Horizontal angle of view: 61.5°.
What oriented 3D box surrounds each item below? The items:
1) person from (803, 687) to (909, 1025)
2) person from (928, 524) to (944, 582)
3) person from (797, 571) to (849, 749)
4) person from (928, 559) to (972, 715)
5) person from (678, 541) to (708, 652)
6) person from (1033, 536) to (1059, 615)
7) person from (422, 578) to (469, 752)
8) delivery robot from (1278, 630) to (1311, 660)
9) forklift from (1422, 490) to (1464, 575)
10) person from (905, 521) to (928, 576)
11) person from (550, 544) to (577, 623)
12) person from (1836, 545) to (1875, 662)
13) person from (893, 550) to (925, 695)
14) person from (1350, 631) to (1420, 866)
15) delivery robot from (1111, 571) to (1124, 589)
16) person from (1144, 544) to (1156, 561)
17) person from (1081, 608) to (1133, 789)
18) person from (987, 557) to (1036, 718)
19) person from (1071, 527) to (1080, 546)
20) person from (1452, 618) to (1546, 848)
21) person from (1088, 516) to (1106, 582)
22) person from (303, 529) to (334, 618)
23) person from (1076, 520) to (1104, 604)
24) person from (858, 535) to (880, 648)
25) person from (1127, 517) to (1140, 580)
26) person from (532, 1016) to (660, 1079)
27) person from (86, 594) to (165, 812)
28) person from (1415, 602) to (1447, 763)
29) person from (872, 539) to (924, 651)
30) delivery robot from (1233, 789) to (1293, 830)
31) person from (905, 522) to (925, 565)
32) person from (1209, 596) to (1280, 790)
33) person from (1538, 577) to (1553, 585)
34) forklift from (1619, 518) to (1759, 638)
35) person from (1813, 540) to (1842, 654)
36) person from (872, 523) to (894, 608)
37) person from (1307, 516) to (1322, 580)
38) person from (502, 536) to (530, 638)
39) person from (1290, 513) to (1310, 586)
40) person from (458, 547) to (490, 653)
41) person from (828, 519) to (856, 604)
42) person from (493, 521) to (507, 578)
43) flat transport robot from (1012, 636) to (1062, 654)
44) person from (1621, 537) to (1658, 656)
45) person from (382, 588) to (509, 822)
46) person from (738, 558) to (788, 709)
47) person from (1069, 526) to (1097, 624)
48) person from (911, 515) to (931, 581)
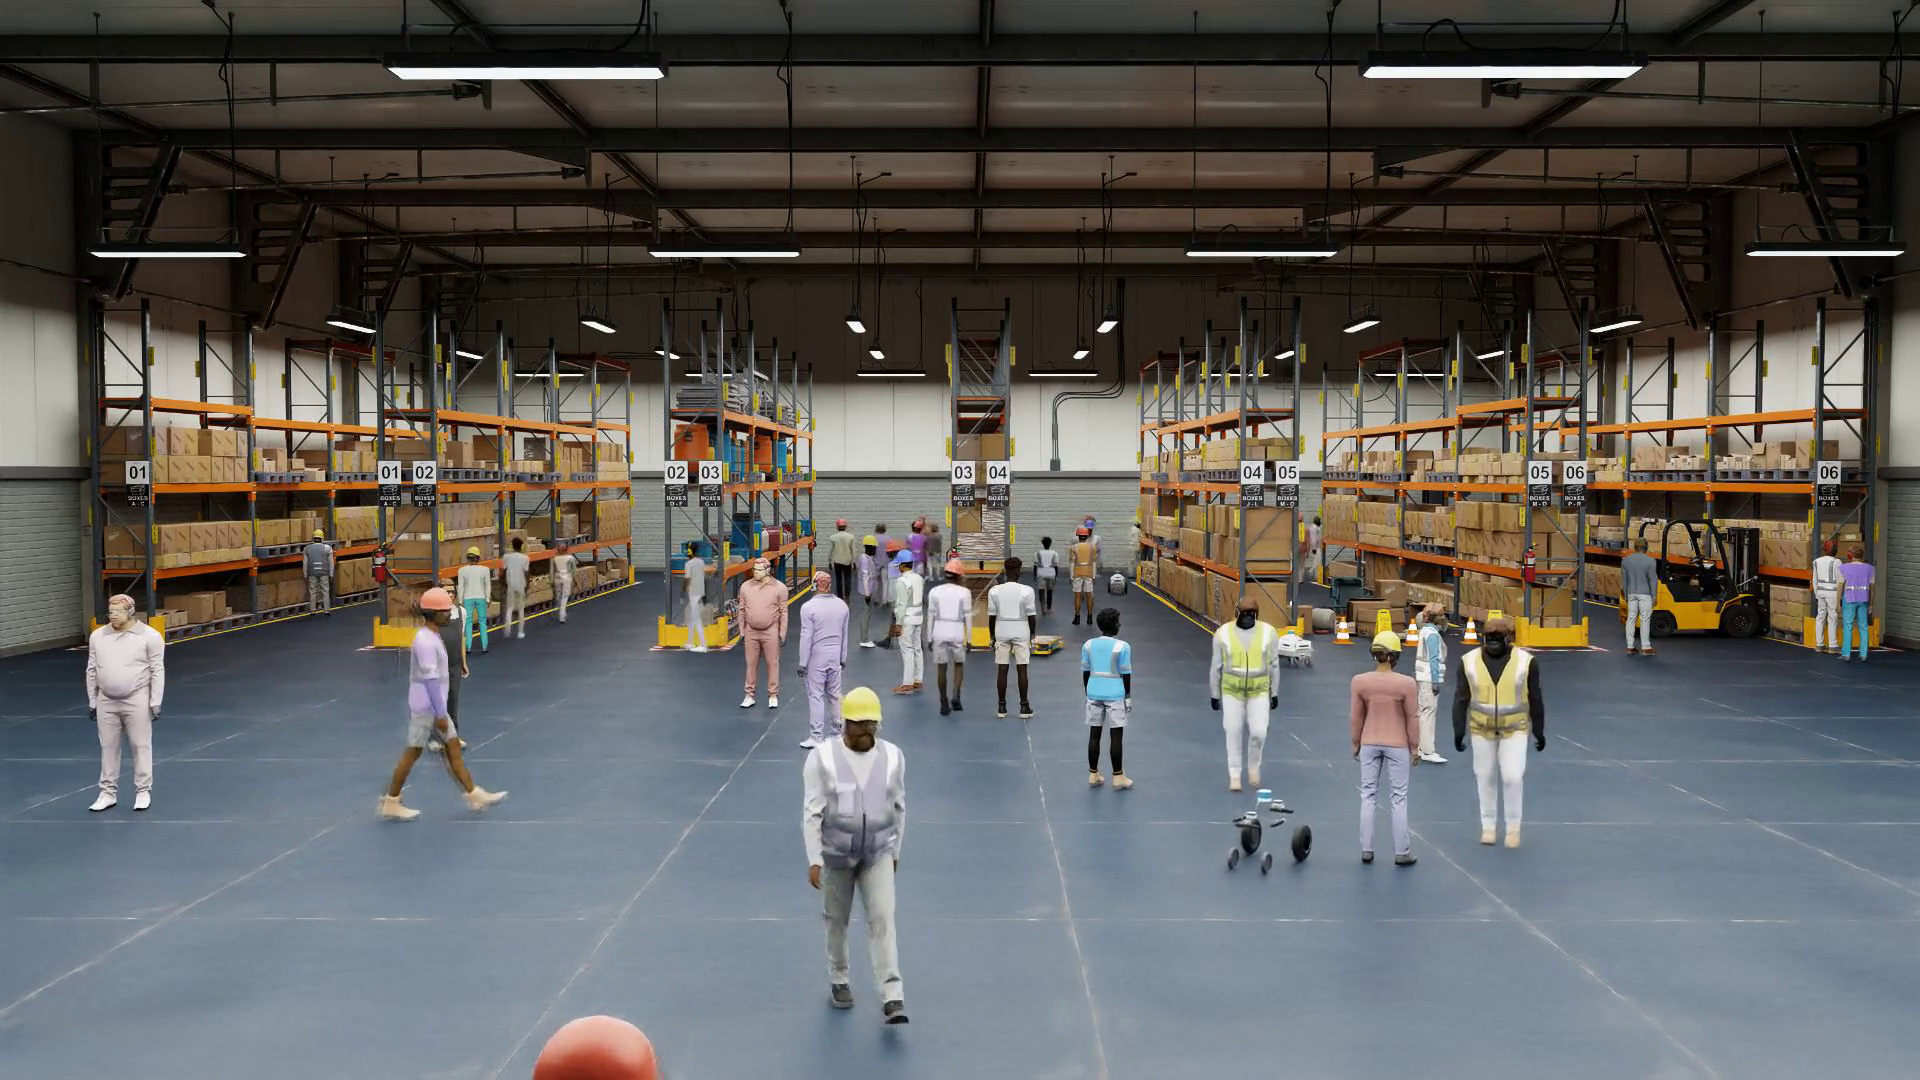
[{"bbox_3d":[-0.543,1.699,8.715,0.599,1.788,0.912,-1,2,-16],"label":"person"},{"bbox_3d":[-0.682,0.347,44.964,0.510,1.597,0.764,1,2,22],"label":"person"},{"bbox_3d":[-1.508,1.293,17.493,0.405,1.906,0.653,2,3,45],"label":"person"},{"bbox_3d":[-0.124,1.189,19.947,0.556,1.916,0.419,0,2,3],"label":"person"},{"bbox_3d":[-4.525,0.946,26.993,0.764,1.843,0.549,1,2,22],"label":"person"},{"bbox_3d":[1.806,0.758,33.898,0.538,1.673,0.722,0,2,1],"label":"person"},{"bbox_3d":[-5.517,1.329,17.343,0.351,1.846,0.507,2,3,43],"label":"person"},{"bbox_3d":[5.118,1.637,24.979,0.477,0.478,0.707,-1,2,-23],"label":"delivery robot"},{"bbox_3d":[13.926,-0.371,47.846,1.873,2.768,1.129,0,2,0],"label":"forklift"},{"bbox_3d":[-1.019,0.494,38.187,0.539,1.882,1.051,0,2,1],"label":"person"},{"bbox_3d":[-7.963,0.862,32.401,0.506,1.583,0.903,0,2,3],"label":"person"},{"bbox_3d":[14.192,1.008,25.573,0.564,1.840,0.376,0,2,5],"label":"person"},{"bbox_3d":[-0.707,1.102,21.833,0.408,1.942,0.616,1,3,27],"label":"person"},{"bbox_3d":[3.234,1.574,12.269,0.523,1.760,0.327,1,3,30],"label":"person"},{"bbox_3d":[3.935,1.028,40.314,0.477,0.478,0.707,0,2,5],"label":"delivery robot"},{"bbox_3d":[5.463,0.132,47.025,0.595,1.901,0.593,0,2,11],"label":"person"},{"bbox_3d":[1.389,1.485,15.236,0.536,1.699,0.322,2,3,37],"label":"person"},{"bbox_3d":[0.643,1.180,19.695,0.604,1.958,0.378,1,2,14],"label":"person"},{"bbox_3d":[3.083,0.480,41.340,0.507,1.632,0.267,0,2,7],"label":"person"},{"bbox_3d":[4.253,1.527,12.775,0.691,1.816,0.659,1,2,24],"label":"person"},{"bbox_3d":[3.535,0.273,44.069,0.962,1.830,0.636,0,2,0],"label":"person"},{"bbox_3d":[-13.277,0.697,33.420,0.599,1.830,0.404,-1,2,-19],"label":"person"},{"bbox_3d":[2.973,0.506,36.986,0.625,1.927,0.498,0,2,-6],"label":"person"},{"bbox_3d":[-1.554,0.882,27.759,0.391,1.922,0.621,0,2,1],"label":"person"},{"bbox_3d":[5.081,0.239,45.416,0.832,1.797,0.602,1,2,14],"label":"person"},{"bbox_3d":[-0.619,1.848,2.904,0.630,1.946,0.973,0,2,-6],"label":"person"},{"bbox_3d":[-7.365,1.427,14.221,0.643,1.901,0.400,0,2,-4],"label":"person"},{"bbox_3d":[4.854,1.460,16.649,0.315,1.636,0.515,0,2,7],"label":"person"},{"bbox_3d":[-0.992,0.933,26.975,0.934,1.886,0.554,1,2,22],"label":"person"},{"bbox_3d":[2.316,2.014,12.260,0.335,0.223,0.698,1,3,33],"label":"delivery robot"},{"bbox_3d":[-1.075,0.469,39.393,0.512,1.811,1.024,0,2,7],"label":"person"},{"bbox_3d":[2.655,1.430,15.079,0.660,1.823,0.458,0,2,8],"label":"person"},{"bbox_3d":[13.189,0.626,36.449,0.320,1.737,0.483,-1,3,-25],"label":"person"},{"bbox_3d":[13.417,0.684,29.791,2.313,2.155,1.214,0,2,0],"label":"forklift"},{"bbox_3d":[14.452,0.934,26.839,0.356,1.883,0.572,-1,2,-17],"label":"person"},{"bbox_3d":[-1.770,0.566,36.072,0.642,1.882,1.031,0,2,-9],"label":"person"},{"bbox_3d":[10.021,0.227,45.266,0.442,1.829,0.652,1,2,19],"label":"person"},{"bbox_3d":[-8.013,0.855,29.120,0.533,1.860,0.560,0,2,-2],"label":"person"},{"bbox_3d":[8.984,0.259,42.892,0.617,1.964,0.953,1,2,18],"label":"person"},{"bbox_3d":[-8.064,0.994,26.794,0.526,1.765,0.329,-1,2,-20],"label":"person"},{"bbox_3d":[-2.704,0.495,36.905,0.644,1.954,0.880,0,2,-7],"label":"person"},{"bbox_3d":[-10.816,0.491,38.090,0.605,1.877,0.985,0,2,3],"label":"person"},{"bbox_3d":[1.269,1.743,26.977,0.652,0.197,1.431,1,2,13],"label":"flat transport robot"},{"bbox_3d":[11.180,0.919,26.532,0.372,1.940,0.630,-2,3,-34],"label":"person"},{"bbox_3d":[-4.440,1.401,13.789,1.068,1.980,0.629,0,2,-12],"label":"person"},{"bbox_3d":[-2.509,1.177,20.485,0.640,1.904,0.401,0,2,7],"label":"person"},{"bbox_3d":[2.431,0.700,32.041,0.545,1.938,0.362,0,2,-7],"label":"person"},{"bbox_3d":[-1.062,0.240,44.653,0.666,1.860,0.921,2,3,43],"label":"person"}]
